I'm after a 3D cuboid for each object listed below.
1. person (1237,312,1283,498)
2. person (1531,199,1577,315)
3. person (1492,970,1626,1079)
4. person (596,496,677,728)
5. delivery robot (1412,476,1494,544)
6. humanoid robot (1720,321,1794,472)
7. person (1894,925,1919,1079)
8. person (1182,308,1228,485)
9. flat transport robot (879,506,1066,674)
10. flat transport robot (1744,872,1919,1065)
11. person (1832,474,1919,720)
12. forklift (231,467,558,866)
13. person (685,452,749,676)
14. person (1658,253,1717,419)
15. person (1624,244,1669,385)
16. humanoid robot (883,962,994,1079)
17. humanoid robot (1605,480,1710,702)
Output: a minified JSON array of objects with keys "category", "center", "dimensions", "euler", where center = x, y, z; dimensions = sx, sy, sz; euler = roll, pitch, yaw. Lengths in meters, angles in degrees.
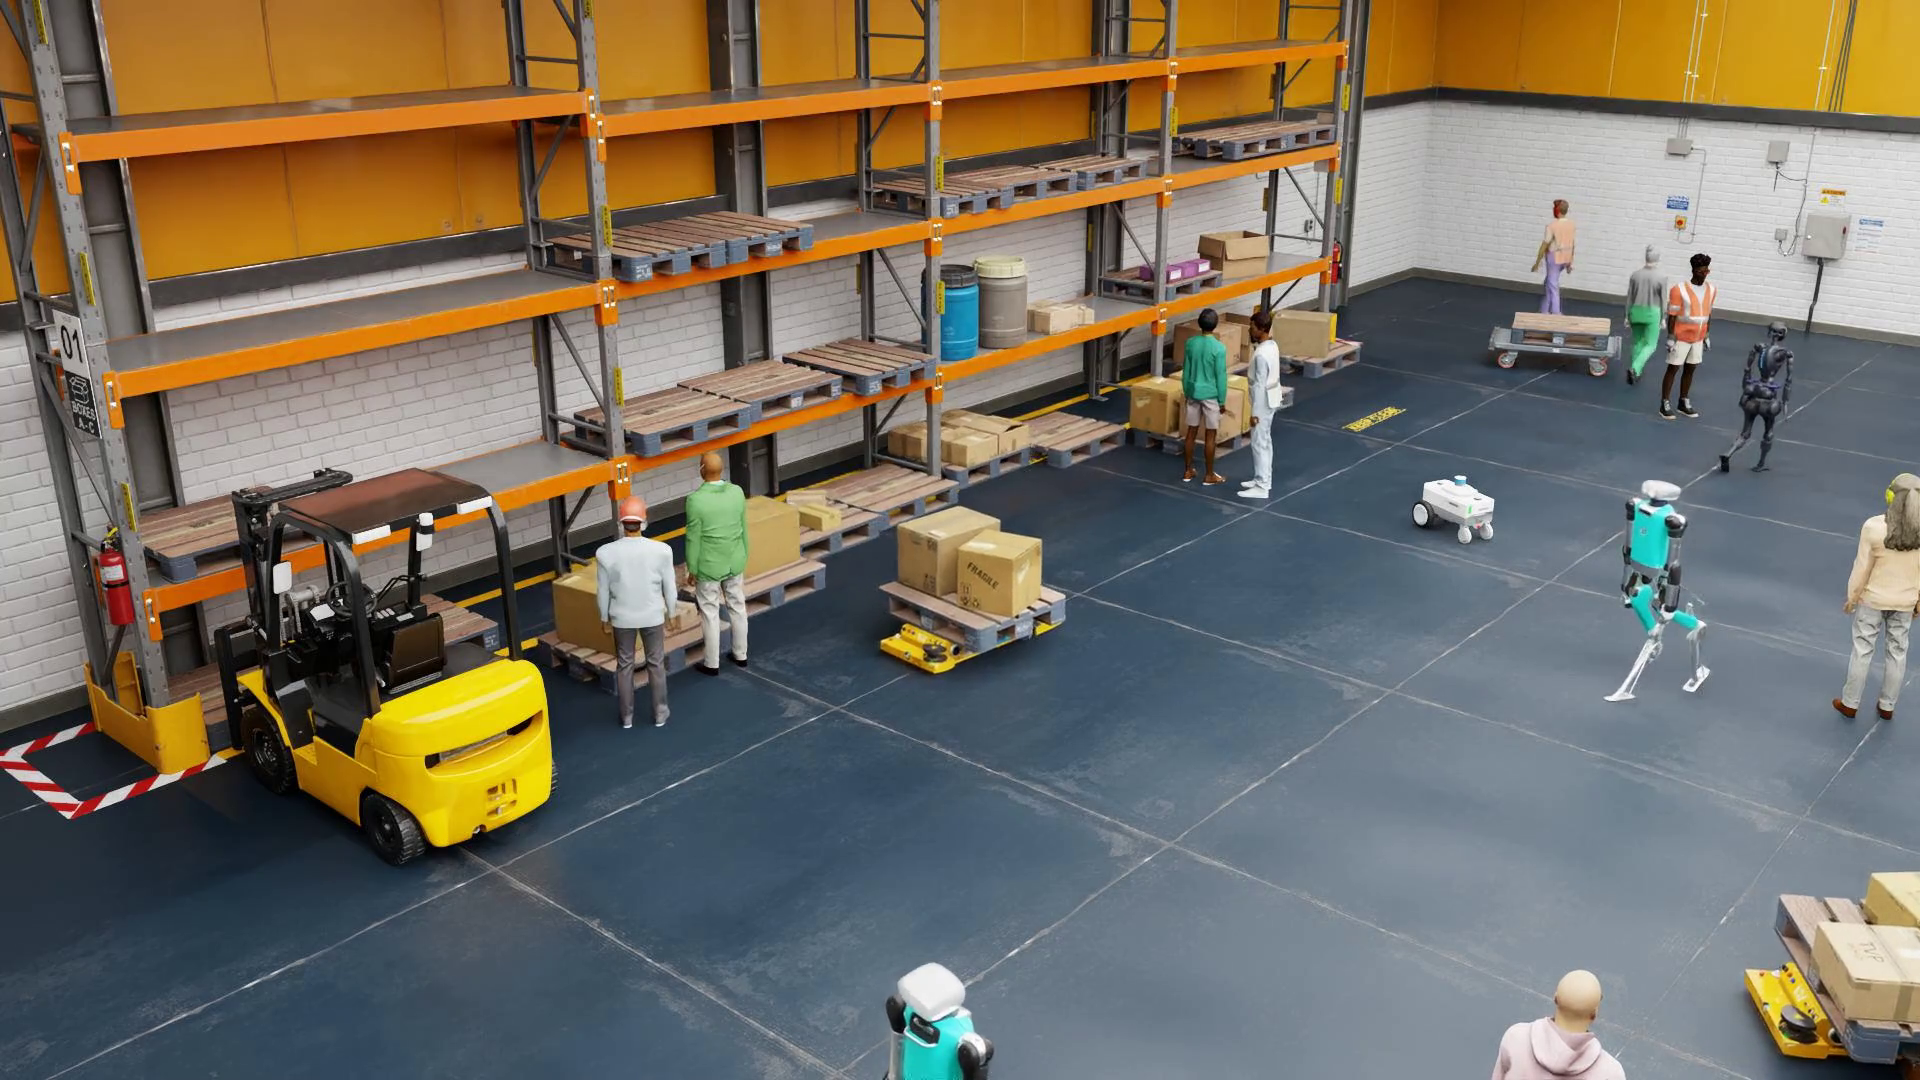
[{"category":"person","center":[3.077,-1.376,16.917],"dimensions":[0.382,1.909,0.588],"euler":[6,21,16]},{"category":"person","center":[8.620,-4.069,24.344],"dimensions":[0.568,1.819,0.773],"euler":[-13,24,-32]},{"category":"person","center":[2.331,2.499,6.611],"dimensions":[0.537,1.774,0.416],"euler":[13,24,31]},{"category":"person","center":[-2.323,0.523,12.009],"dimensions":[0.571,1.740,0.351],"euler":[-4,21,-10]},{"category":"delivery robot","center":[4.779,-0.318,16.022],"dimensions":[0.499,0.609,0.813],"euler":[-9,22,-24]},{"category":"humanoid robot","center":[8.469,-1.508,17.616],"dimensions":[0.612,1.635,0.610],"euler":[-10,23,-26]},{"category":"person","center":[5.013,1.823,8.203],"dimensions":[0.634,1.937,0.355],"euler":[-4,21,-12]},{"category":"person","center":[2.536,-1.483,17.284],"dimensions":[0.505,1.851,0.390],"euler":[15,25,35]},{"category":"flat transport robot","center":[0.095,0.720,13.601],"dimensions":[1.431,0.231,0.659],"euler":[-18,27,-40]},{"category":"flat transport robot","center":[4.995,2.499,8.779],"dimensions":[1.431,0.231,0.659],"euler":[2,20,7]},{"category":"person","center":[6.736,0.430,12.073],"dimensions":[0.549,1.876,0.413],"euler":[3,21,9]},{"category":"forklift","center":[-3.730,0.710,10.856],"dimensions":[2.313,2.155,1.214],"euler":[17,26,38]},{"category":"person","center":[-1.873,0.185,12.878],"dimensions":[0.542,1.780,0.384],"euler":[-16,26,-37]},{"category":"person","center":[8.600,-2.407,19.626],"dimensions":[0.605,1.966,0.368],"euler":[-6,21,-15]},{"category":"person","center":[8.645,-2.844,21.016],"dimensions":[0.524,1.816,0.754],"euler":[19,27,41]},{"category":"humanoid robot","center":[-0.272,2.577,6.496],"dimensions":[0.786,1.808,0.534],"euler":[-18,27,-39]},{"category":"humanoid robot","center":[5.374,0.377,12.462],"dimensions":[0.997,1.777,0.531],"euler":[-8,22,-20]}]
